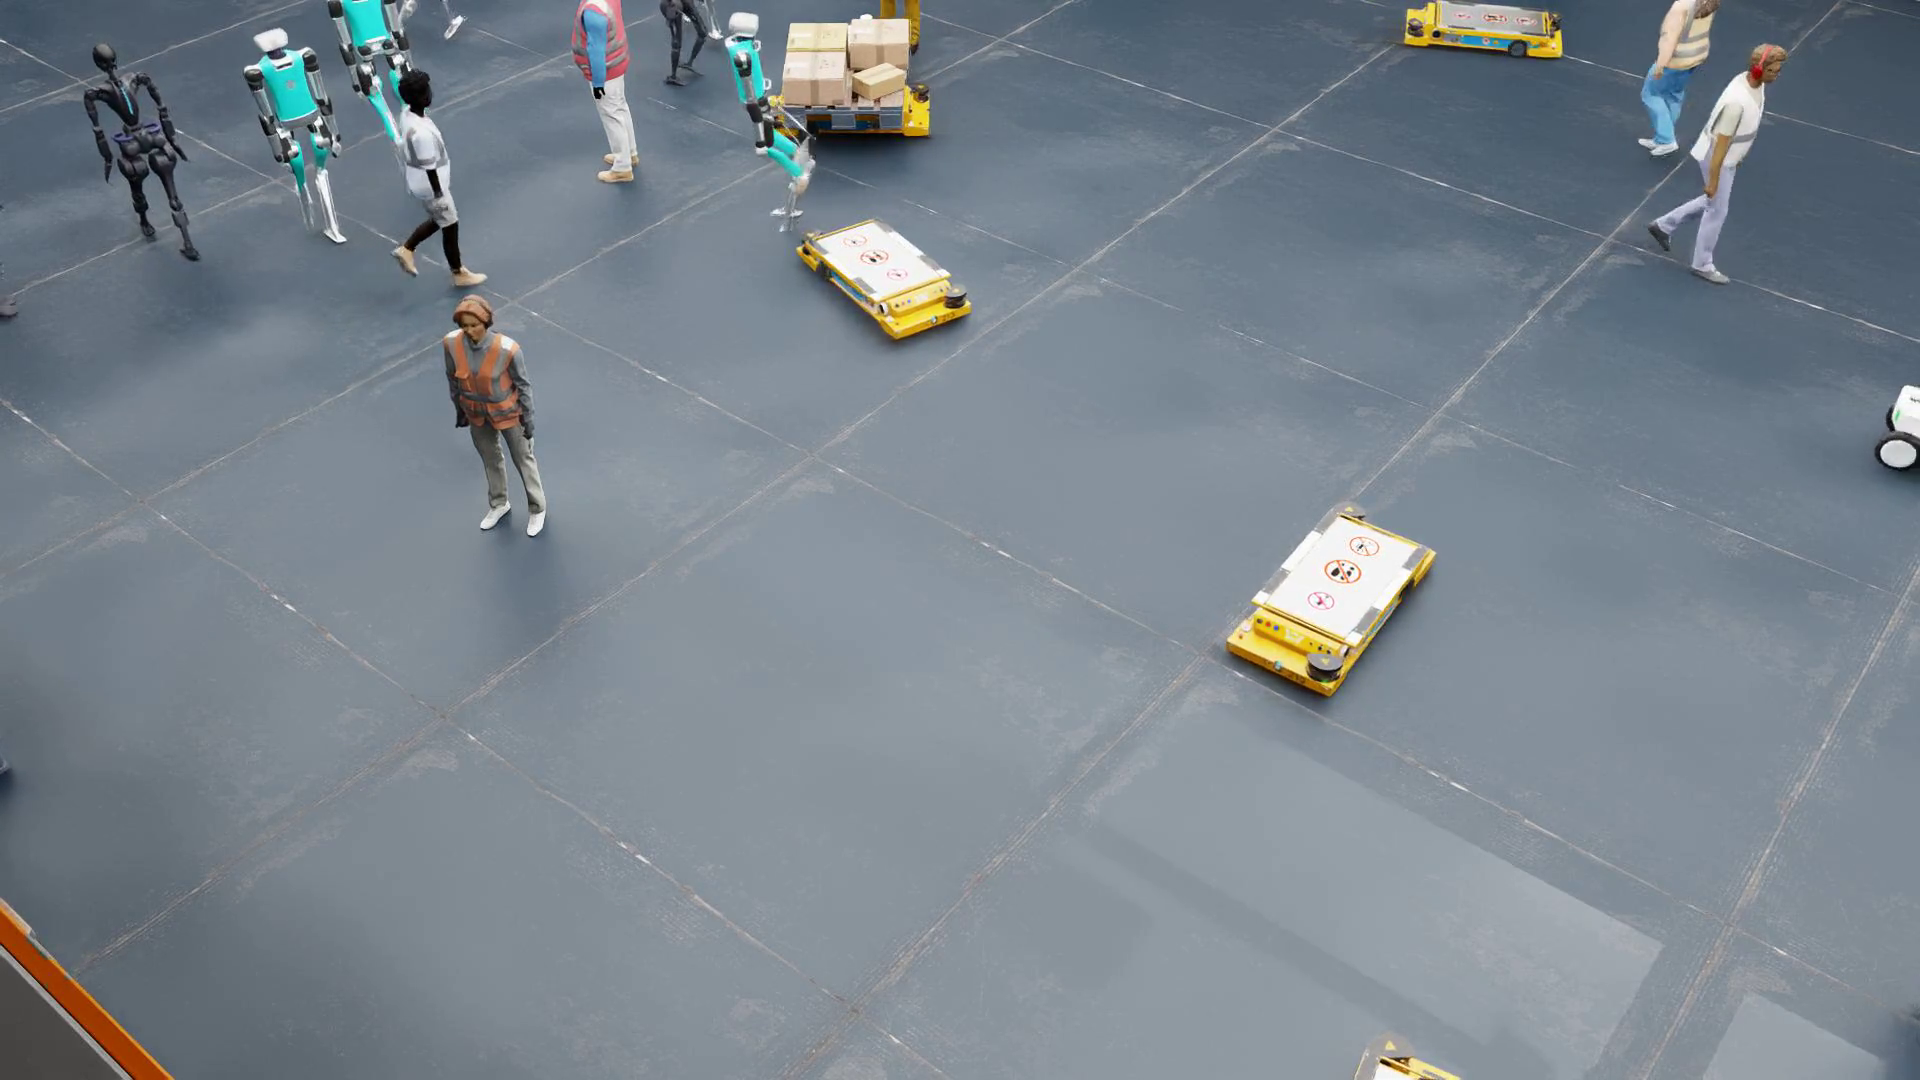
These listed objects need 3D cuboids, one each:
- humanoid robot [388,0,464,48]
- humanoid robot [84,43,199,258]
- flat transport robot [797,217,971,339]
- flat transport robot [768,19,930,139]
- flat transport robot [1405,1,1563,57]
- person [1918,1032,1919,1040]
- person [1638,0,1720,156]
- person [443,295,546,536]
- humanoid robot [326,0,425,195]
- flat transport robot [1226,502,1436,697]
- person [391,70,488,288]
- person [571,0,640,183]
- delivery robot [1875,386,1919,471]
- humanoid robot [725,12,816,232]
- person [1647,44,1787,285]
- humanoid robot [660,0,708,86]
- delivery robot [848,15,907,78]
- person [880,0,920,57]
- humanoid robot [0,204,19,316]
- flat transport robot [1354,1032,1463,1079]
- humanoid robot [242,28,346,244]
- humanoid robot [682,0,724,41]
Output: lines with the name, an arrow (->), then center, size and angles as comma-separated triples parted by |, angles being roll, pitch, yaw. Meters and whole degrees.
humanoid robot -> -5.073, -5.417, 15.348 | 1.003, 1.779, 0.530 | -23, 45, -24
humanoid robot -> -6.167, -2.947, 12.490 | 0.602, 1.618, 0.808 | -31, 49, -31
flat transport robot -> -0.585, -1.986, 12.414 | 0.659, 0.231, 1.431 | -24, 46, -25
flat transport robot -> -0.983, -3.744, 14.482 | 1.431, 0.231, 0.659 | 0, 40, 0
flat transport robot -> 4.971, -4.850, 15.784 | 1.431, 0.231, 0.659 | 9, 41, 10
person -> 4.503, 1.528, 7.086 | 0.380, 1.825, 0.647 | -15, 43, -17
person -> 5.872, -3.944, 13.603 | 0.538, 1.708, 0.431 | -22, 45, -23
person -> -2.761, -0.738, 9.886 | 0.522, 1.639, 0.304 | 9, 41, 10
humanoid robot -> -4.498, -3.541, 13.196 | 0.540, 1.899, 0.739 | -24, 46, -26
flat transport robot -> 2.190, 0.314, 9.708 | 0.659, 0.231, 1.431 | 25, 46, 26
person -> -3.886, -2.566, 12.010 | 0.556, 1.682, 0.543 | -15, 42, -16
person -> -2.861, -3.774, 13.316 | 0.431, 1.835, 0.628 | 0, 40, 0
delivery robot -> 6.343, -0.696, 10.683 | 0.803, 0.603, 0.499 | 22, 45, 24
humanoid robot -> -1.350, -3.128, 12.658 | 0.751, 1.818, 0.542 | -5, 41, -5
person -> 5.546, -2.776, 12.148 | 0.630, 1.820, 0.587 | 24, 46, 25
humanoid robot -> -2.487, -4.821, 14.659 | 0.388, 1.644, 0.585 | 11, 42, 12
delivery robot -> -0.852, -4.472, 15.108 | 0.773, 0.582, 0.499 | 0, 40, 0
person -> -0.587, -5.305, 15.173 | 0.520, 1.752, 0.341 | 19, 44, 21
humanoid robot -> -7.043, -2.355, 11.763 | 0.458, 1.651, 0.589 | 0, 40, 0
flat transport robot -> 1.798, 2.739, 6.856 | 0.659, 0.231, 1.431 | 19, 44, 21
humanoid robot -> -4.987, -2.974, 12.536 | 0.561, 1.917, 0.686 | -27, 47, -28
humanoid robot -> -2.429, -5.447, 15.369 | 0.549, 1.707, 1.022 | -29, 48, -30
